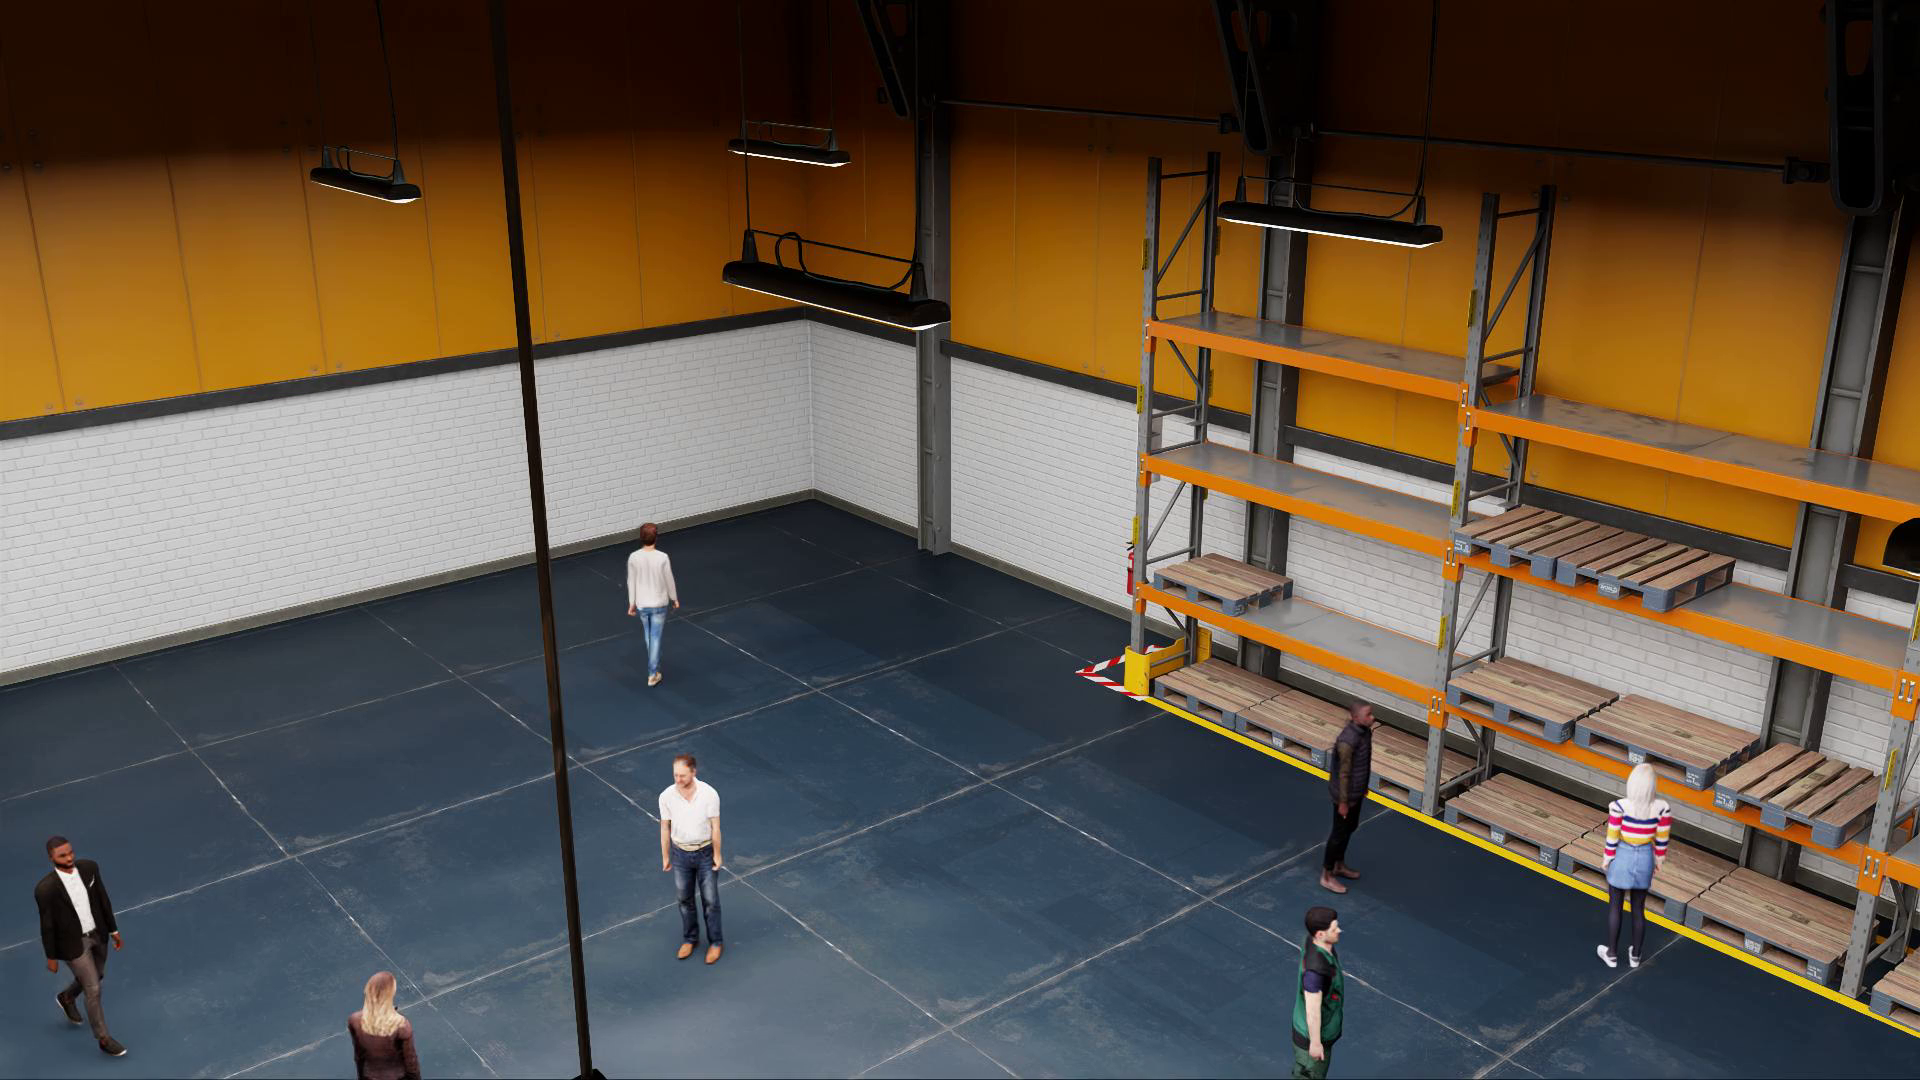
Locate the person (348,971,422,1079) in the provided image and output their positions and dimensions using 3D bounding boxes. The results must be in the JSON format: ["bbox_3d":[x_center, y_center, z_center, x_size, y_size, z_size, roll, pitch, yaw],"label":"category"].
[{"bbox_3d":[-3.779,3.619,10.870,0.941,1.692,0.983,3,19,8],"label":"person"}]

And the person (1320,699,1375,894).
[{"bbox_3d":[3.443,2.239,14.752,0.691,1.830,0.768,12,22,31],"label":"person"}]

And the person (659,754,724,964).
[{"bbox_3d":[-2.183,2.576,13.726,0.740,1.846,0.816,3,19,10],"label":"person"}]

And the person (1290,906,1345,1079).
[{"bbox_3d":[2.413,3.345,11.355,0.799,1.901,0.764,3,19,10],"label":"person"}]

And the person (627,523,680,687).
[{"bbox_3d":[-3.553,0.768,19.049,1.055,1.875,1.098,3,19,8],"label":"person"}]

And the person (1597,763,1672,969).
[{"bbox_3d":[5.488,2.645,13.579,0.697,1.808,0.756,2,19,5],"label":"person"}]

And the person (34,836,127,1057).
[{"bbox_3d":[-6.680,3.014,12.534,1.191,1.776,0.965,8,20,23],"label":"person"}]
